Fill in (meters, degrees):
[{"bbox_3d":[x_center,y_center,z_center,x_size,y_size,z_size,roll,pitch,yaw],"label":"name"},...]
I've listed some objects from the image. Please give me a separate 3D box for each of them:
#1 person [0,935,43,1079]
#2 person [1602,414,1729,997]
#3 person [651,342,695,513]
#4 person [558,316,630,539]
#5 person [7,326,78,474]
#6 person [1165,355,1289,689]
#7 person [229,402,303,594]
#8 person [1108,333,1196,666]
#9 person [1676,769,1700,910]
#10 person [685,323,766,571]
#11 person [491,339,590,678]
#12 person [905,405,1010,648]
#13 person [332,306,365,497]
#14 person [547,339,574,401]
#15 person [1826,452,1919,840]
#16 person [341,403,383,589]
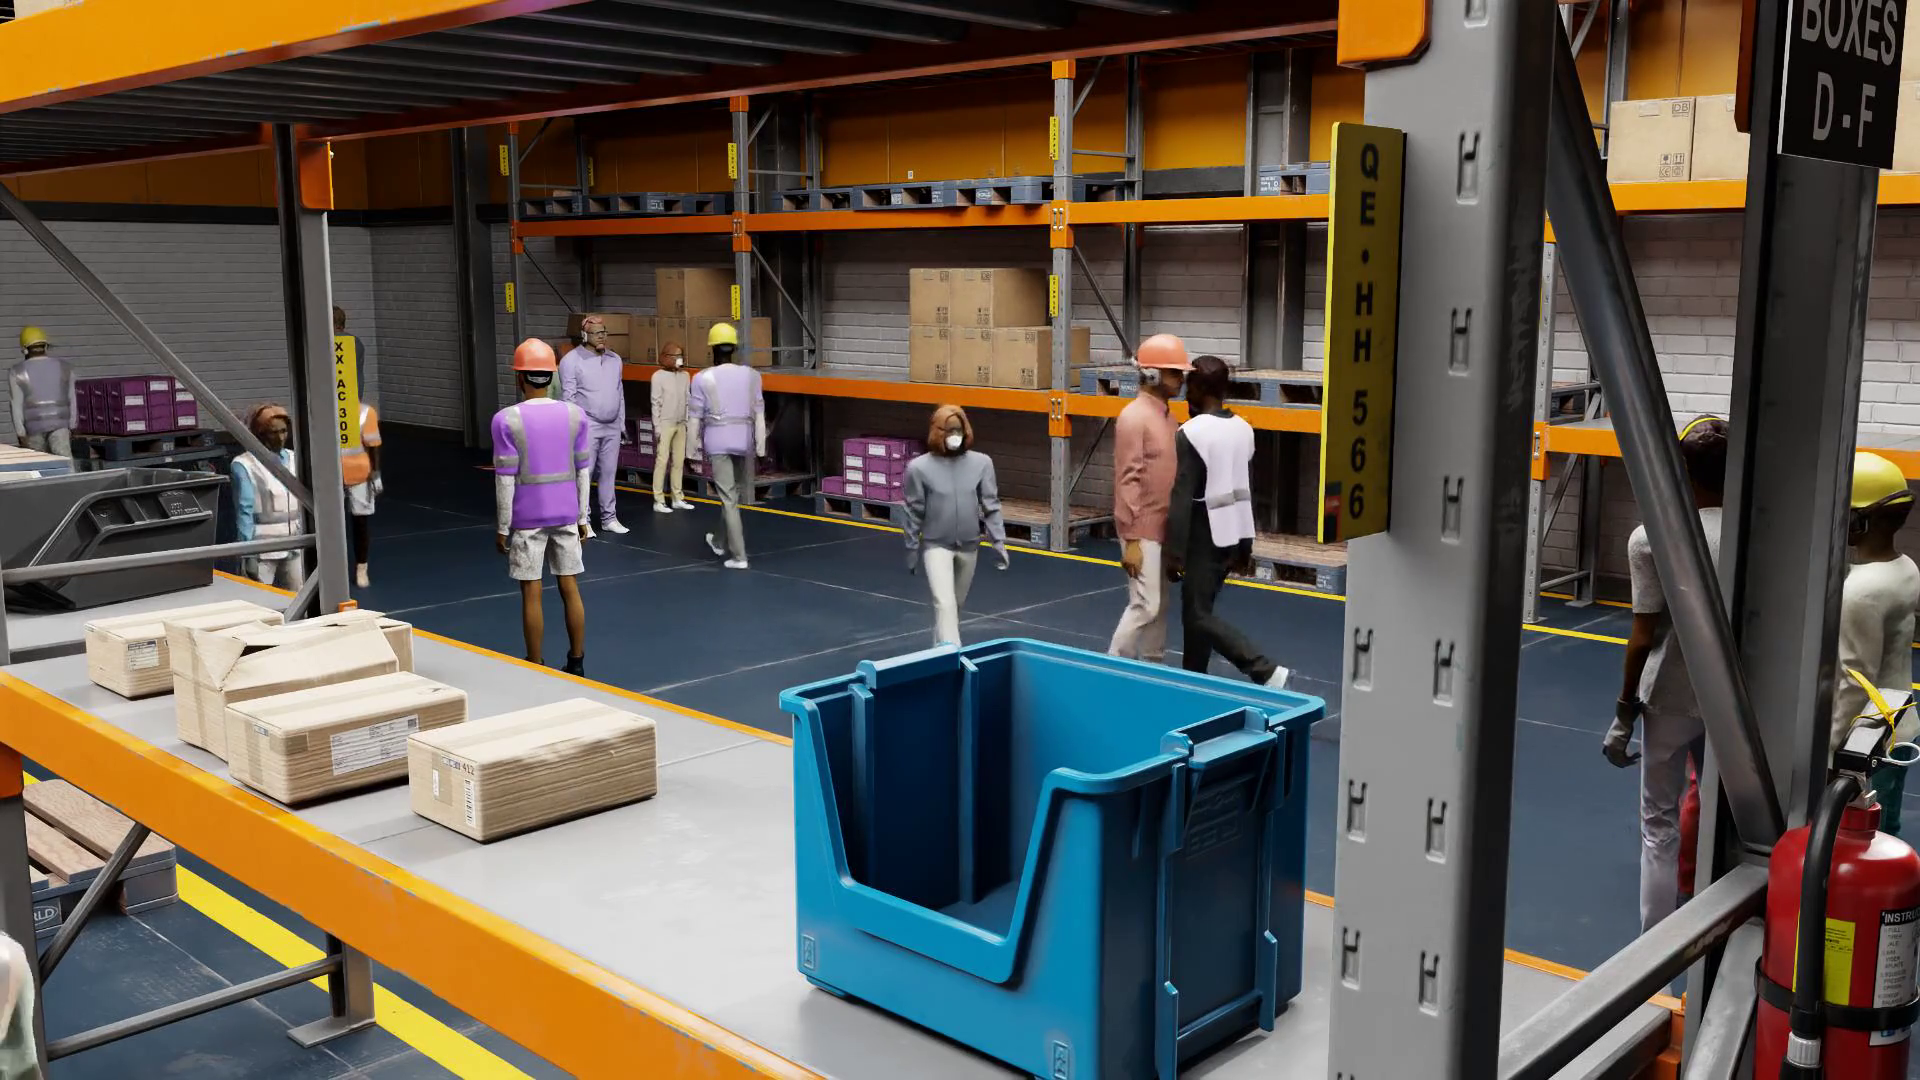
[{"bbox_3d":[-1.509,1.144,2.335,0.515,1.606,0.782,-9,13,-43],"label":"person"},{"bbox_3d":[2.287,0.542,5.215,0.537,1.869,0.312,-1,9,-5],"label":"person"},{"bbox_3d":[-2.745,-1.075,15.884,0.284,1.628,0.502,7,11,35],"label":"person"},{"bbox_3d":[-3.141,-0.976,14.411,0.409,1.907,0.649,8,12,40],"label":"person"},{"bbox_3d":[-8.431,-1.076,15.357,0.591,1.801,0.841,-9,13,-43],"label":"person"},{"bbox_3d":[1.334,0.006,8.450,0.740,1.889,0.596,7,11,36],"label":"person"},{"bbox_3d":[-3.730,0.062,8.905,0.691,1.615,0.523,5,10,27],"label":"person"},{"bbox_3d":[0.987,-0.058,8.520,0.403,1.991,0.637,5,10,27],"label":"person"},{"bbox_3d":[2.745,0.521,5.754,0.559,1.723,0.504,-5,11,-29],"label":"person"},{"bbox_3d":[-1.878,-0.734,12.964,0.612,1.884,0.925,-7,11,-36],"label":"person"},{"bbox_3d":[-2.293,-0.127,9.107,0.542,1.938,0.357,-7,11,-36],"label":"person"},{"bbox_3d":[-0.024,0.061,9.013,0.517,1.582,0.863,-4,10,-21],"label":"person"},{"bbox_3d":[-6.298,-1.404,16.934,0.354,1.938,0.635,3,10,17],"label":"person"},{"bbox_3d":[-3.921,-1.205,16.694,0.521,1.620,0.397,-5,10,-27],"label":"person"},{"bbox_3d":[2.746,0.614,5.100,0.329,1.765,0.526,8,12,41],"label":"person"},{"bbox_3d":[-4.382,-0.428,11.802,0.543,1.654,0.790,-3,10,-17],"label":"person"}]
